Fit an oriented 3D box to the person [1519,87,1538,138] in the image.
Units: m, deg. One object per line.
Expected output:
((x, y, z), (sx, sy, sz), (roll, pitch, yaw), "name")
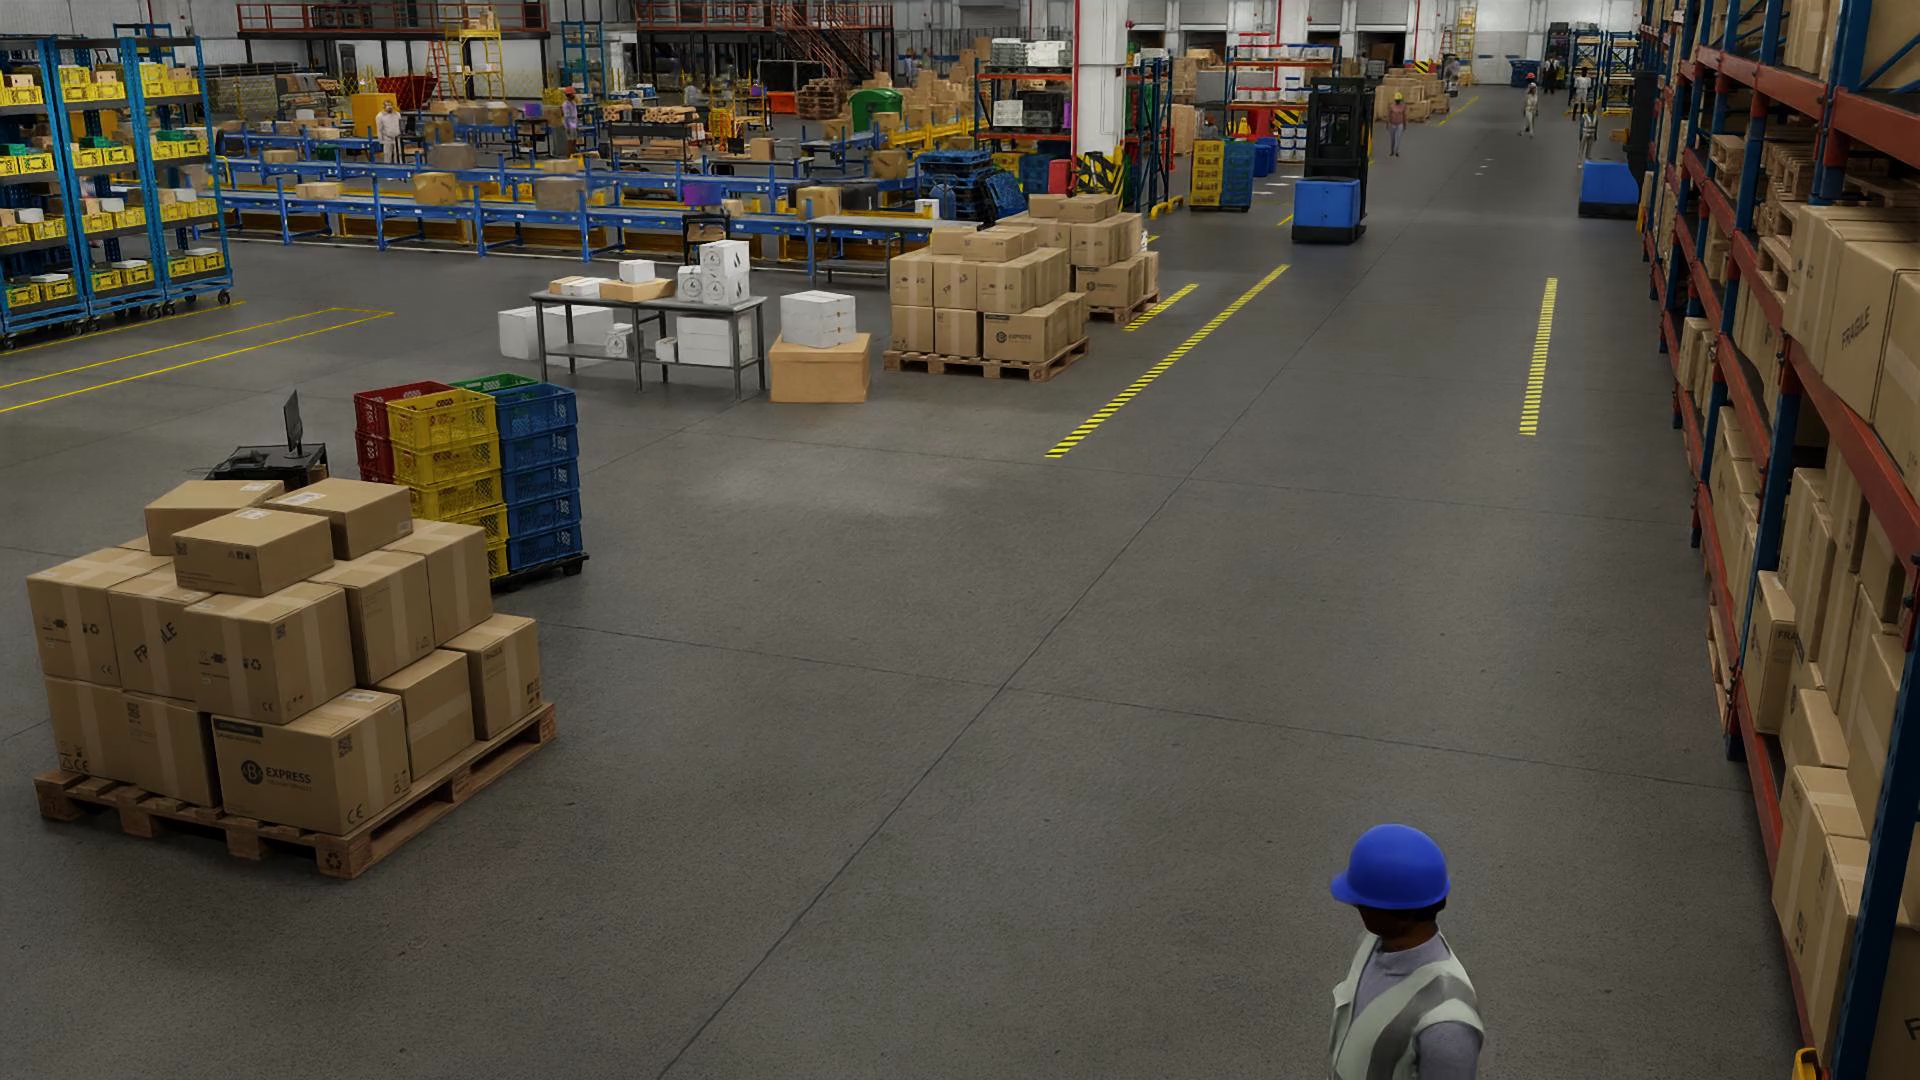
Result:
((18.306, -13.761, 53.464), (0.524, 1.606, 0.829), (-9, 20, -26), "person")

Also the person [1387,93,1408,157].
((12.219, -11.618, 46.550), (0.526, 1.721, 0.844), (6, 19, 18), "person")

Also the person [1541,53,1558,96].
((28.367, -22.388, 79.863), (0.849, 2.000, 0.534), (0, 18, -1), "person")

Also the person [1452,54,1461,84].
((24.254, -22.902, 81.692), (0.714, 1.907, 0.588), (-8, 19, -24), "person")

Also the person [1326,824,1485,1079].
((1.158, 1.648, 4.503), (0.402, 1.940, 0.602), (-1, 18, -4), "person")

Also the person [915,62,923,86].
((-1.856, -20.800, 75.409), (0.453, 1.699, 0.561), (-7, 19, -22), "person")

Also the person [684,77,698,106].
((-9.036, -14.507, 55.467), (0.666, 1.809, 0.630), (14, 22, 37), "person")

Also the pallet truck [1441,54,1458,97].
((22.765, -21.886, 78.355), (0.823, 1.965, 1.885), (-4, 18, -14), "pallet truck")

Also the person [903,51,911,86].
((-2.655, -24.360, 86.248), (0.564, 1.921, 0.422), (0, 18, 1), "person")

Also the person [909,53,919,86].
((-2.356, -23.727, 84.362), (0.580, 1.865, 0.590), (11, 21, 30), "person")

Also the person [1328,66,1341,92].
((15.386, -18.638, 68.342), (0.567, 1.877, 1.005), (15, 23, 39), "person")

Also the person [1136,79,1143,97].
((6.886, -16.895, 62.916), (0.653, 1.847, 0.550), (8, 19, 22), "person")

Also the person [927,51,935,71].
((-1.470, -23.590, 83.720), (0.382, 1.993, 0.609), (7, 19, 21), "person")

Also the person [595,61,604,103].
((-15.920, -20.134, 73.142), (0.662, 1.824, 0.534), (-7, 19, -21), "person")

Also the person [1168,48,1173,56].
((11.750, -26.485, 92.923), (0.769, 1.927, 0.618), (15, 23, 38), "person")

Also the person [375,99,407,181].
((-13.616, -9.579, 39.855), (0.635, 1.900, 0.404), (-15, 23, -39), "person")

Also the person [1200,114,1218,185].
((5.808, -9.105, 38.805), (0.281, 1.624, 0.493), (-13, 22, -35), "person")

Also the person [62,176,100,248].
((-15.205, -5.879, 28.500), (0.895, 1.716, 0.554), (6, 19, 18), "person")

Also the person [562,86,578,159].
((-10.139, -10.815, 43.492), (0.372, 2.043, 0.615), (2, 18, 7), "person")

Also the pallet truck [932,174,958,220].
((-0.507, -5.292, 27.348), (0.653, 1.274, 1.630), (6, 19, 19), "pallet truck")

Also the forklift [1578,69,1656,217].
((13.219, -7.740, 32.475), (1.873, 2.768, 1.129), (6, 19, 18), "forklift")

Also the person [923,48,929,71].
((-2.056, -28.838, 100.527), (0.790, 1.798, 0.655), (11, 20, 30), "person")

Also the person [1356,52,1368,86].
((21.358, -24.937, 88.205), (0.910, 1.842, 0.531), (-11, 21, -30), "person")

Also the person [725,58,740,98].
((-10.303, -20.944, 75.585), (0.961, 1.876, 0.601), (-10, 20, -28), "person")

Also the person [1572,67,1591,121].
((22.894, -16.418, 61.250), (0.605, 1.958, 0.387), (0, 18, 1), "person")

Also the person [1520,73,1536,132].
((19.189, -14.768, 56.102), (0.391, 1.929, 0.548), (12, 21, 33), "person")

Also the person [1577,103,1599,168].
((16.209, -10.429, 42.942), (0.511, 1.639, 0.308), (-4, 18, -12), "person")

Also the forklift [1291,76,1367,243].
((6.598, -6.755, 29.381), (1.129, 2.768, 1.873), (6, 19, 19), "forklift")
